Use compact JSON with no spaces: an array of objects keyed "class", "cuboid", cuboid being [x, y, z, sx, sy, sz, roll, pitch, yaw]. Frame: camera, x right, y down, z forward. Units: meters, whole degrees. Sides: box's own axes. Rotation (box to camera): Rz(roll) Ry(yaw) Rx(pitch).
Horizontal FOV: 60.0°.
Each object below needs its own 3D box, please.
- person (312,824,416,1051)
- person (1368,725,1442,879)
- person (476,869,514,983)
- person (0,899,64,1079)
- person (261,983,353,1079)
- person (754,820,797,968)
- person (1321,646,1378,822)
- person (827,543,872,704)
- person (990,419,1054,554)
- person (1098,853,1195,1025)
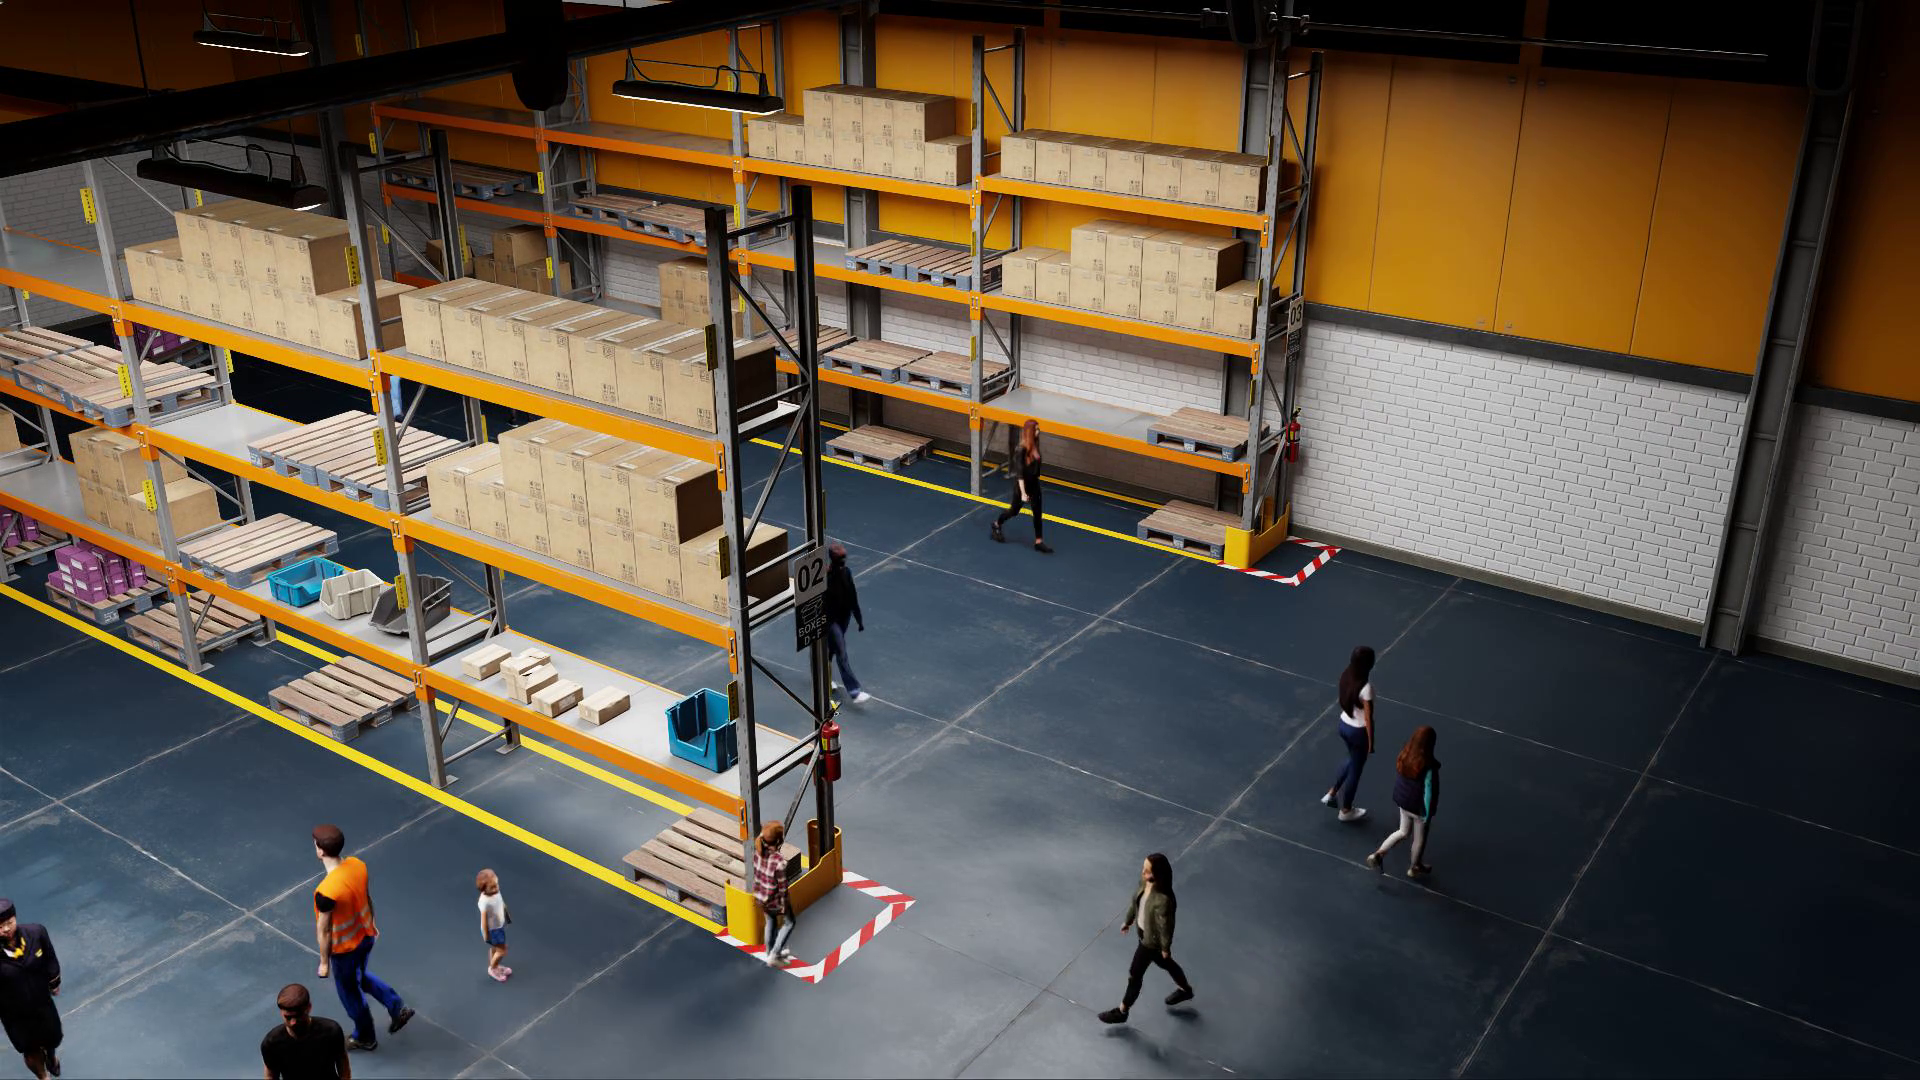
[{"class":"person","cuboid":[-4.341,2.926,12.079,0.992,1.866,0.906,3,24,6]},{"class":"person","cuboid":[3.804,2.248,14.109,0.895,1.482,0.889,-8,25,-18]},{"class":"person","cuboid":[-3.691,2.995,12.988,0.527,1.011,0.490,1,24,2]},{"class":"person","cuboid":[-6.580,3.217,11.666,0.772,1.663,0.781,-20,31,-38]},{"class":"person","cuboid":[-4.096,3.581,10.586,0.765,1.861,0.782,-8,25,-18]},{"class":"person","cuboid":[-1.522,2.813,13.048,0.480,1.296,0.608,21,31,39]},{"class":"person","cuboid":[3.455,1.752,14.887,0.829,1.768,0.765,-8,25,-17]},{"class":"person","cuboid":[-1.345,0.813,17.117,1.147,1.703,0.712,20,31,39]},{"class":"person","cuboid":[0.742,-0.678,20.554,1.167,1.680,0.700,20,31,38]},{"class":"person","cuboid":[1.511,2.971,12.508,1.053,1.440,1.010,-5,24,-11]}]
